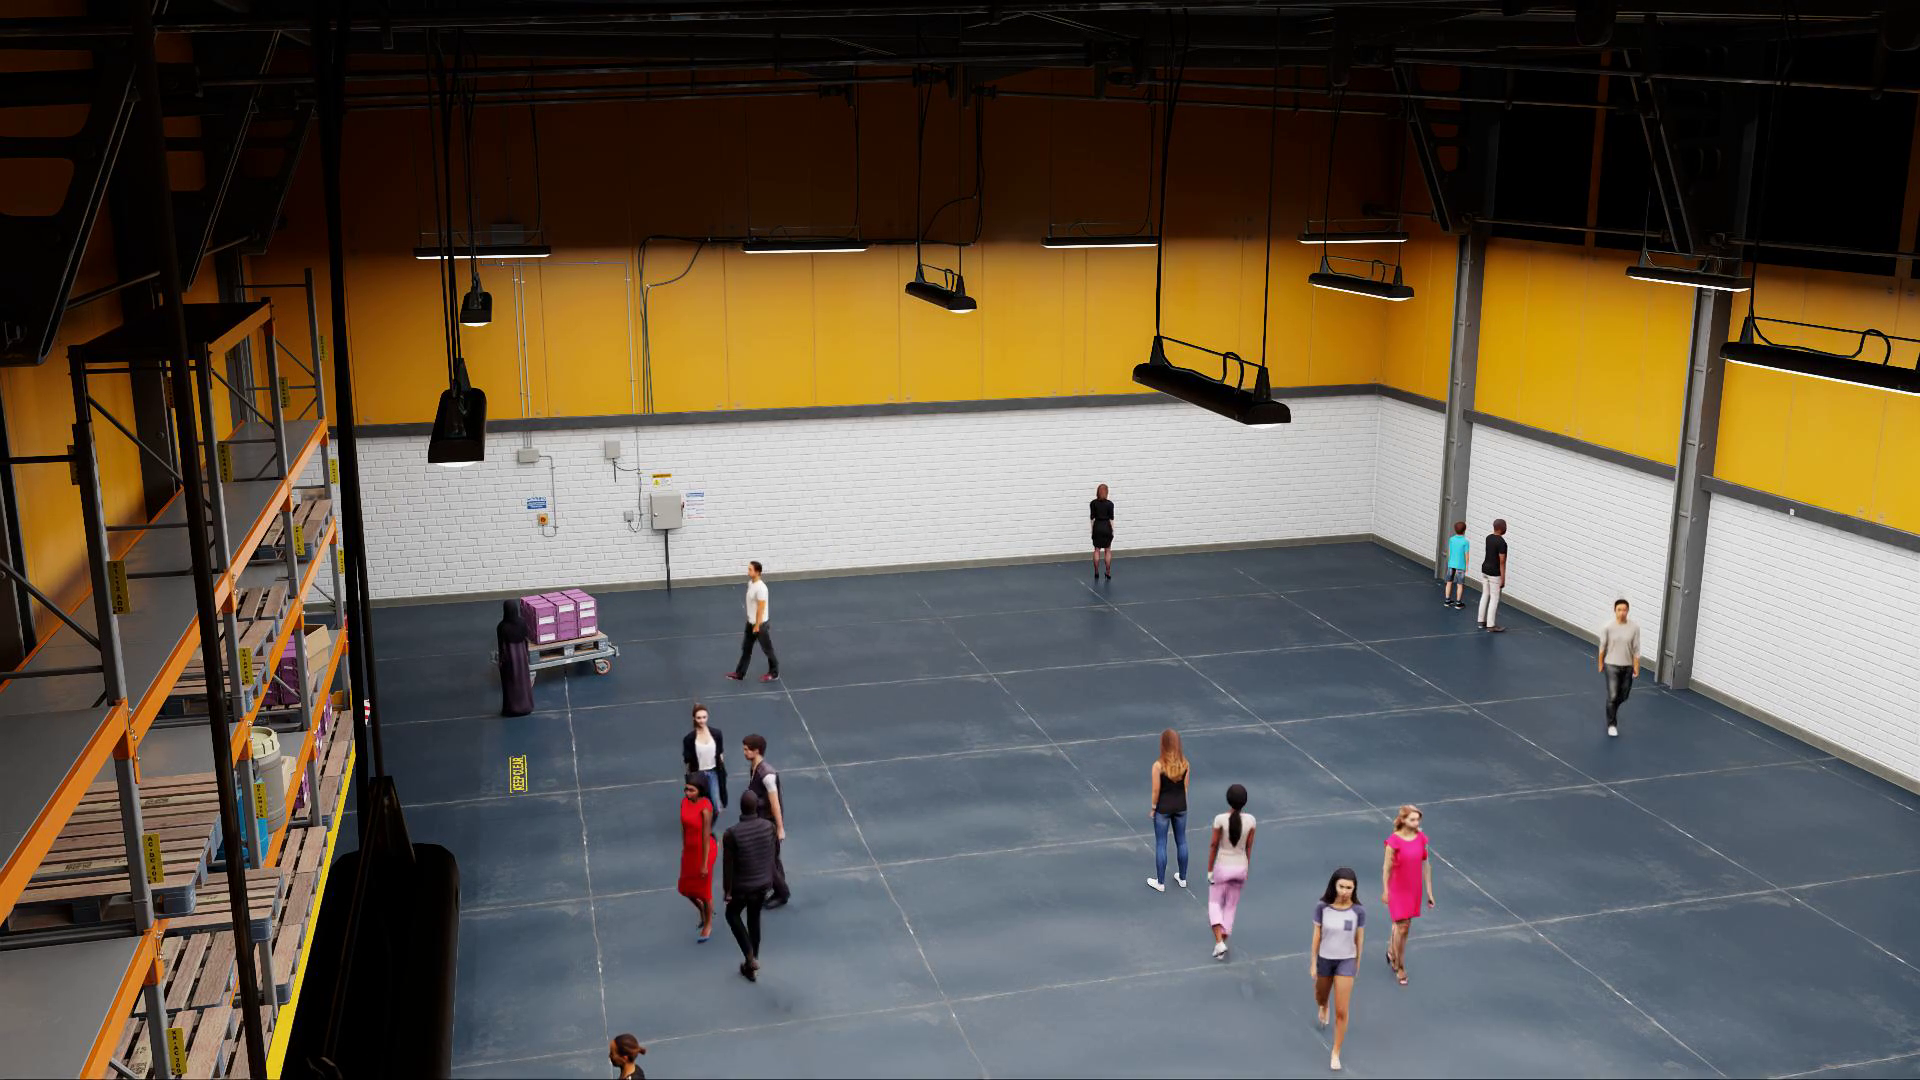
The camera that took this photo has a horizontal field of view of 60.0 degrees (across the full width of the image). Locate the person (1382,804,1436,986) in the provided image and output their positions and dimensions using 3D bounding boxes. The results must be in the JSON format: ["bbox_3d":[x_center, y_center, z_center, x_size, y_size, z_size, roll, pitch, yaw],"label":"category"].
[{"bbox_3d":[4.062,3.208,15.393,0.609,1.713,0.688,-5,15,-21],"label":"person"}]

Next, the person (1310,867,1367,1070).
[{"bbox_3d":[3.166,3.538,14.039,0.894,1.709,1.081,3,14,14],"label":"person"}]

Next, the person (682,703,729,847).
[{"bbox_3d":[-2.802,2.565,18.133,0.666,1.673,0.681,-5,15,-20],"label":"person"}]

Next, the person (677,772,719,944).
[{"bbox_3d":[-2.457,3.034,16.070,0.729,1.733,0.791,10,17,35],"label":"person"}]

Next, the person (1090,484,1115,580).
[{"bbox_3d":[2.503,-0.155,29.297,0.663,1.706,0.680,4,14,18],"label":"person"}]

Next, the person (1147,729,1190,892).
[{"bbox_3d":[2.169,2.777,17.154,0.613,1.722,0.541,-5,14,-19],"label":"person"}]

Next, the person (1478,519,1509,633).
[{"bbox_3d":[8.407,0.539,26.222,0.691,1.804,0.512,-4,14,-16],"label":"person"}]

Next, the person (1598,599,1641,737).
[{"bbox_3d":[8.619,1.624,21.772,0.938,1.789,1.135,3,14,12],"label":"person"}]

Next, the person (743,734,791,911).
[{"bbox_3d":[-1.845,2.830,16.715,0.786,1.825,0.597,-6,15,-25],"label":"person"}]

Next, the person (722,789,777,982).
[{"bbox_3d":[-1.888,3.194,15.223,0.802,1.821,0.826,-8,16,-31],"label":"person"}]

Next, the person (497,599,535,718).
[{"bbox_3d":[-6.007,1.569,22.375,0.694,1.613,0.714,-11,17,-38],"label":"person"}]

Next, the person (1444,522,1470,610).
[{"bbox_3d":[8.233,0.397,27.566,0.559,1.448,0.651,13,19,43],"label":"person"}]

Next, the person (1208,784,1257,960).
[{"bbox_3d":[2.562,3.158,15.588,0.694,1.719,0.810,-1,14,-3],"label":"person"}]

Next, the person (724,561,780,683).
[{"bbox_3d":[-2.783,1.169,23.677,0.920,1.777,1.045,-8,16,-30],"label":"person"}]

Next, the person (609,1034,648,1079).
[{"bbox_3d":[-2.239,4.177,11.495,0.667,1.665,0.470,-2,14,-9],"label":"person"}]
